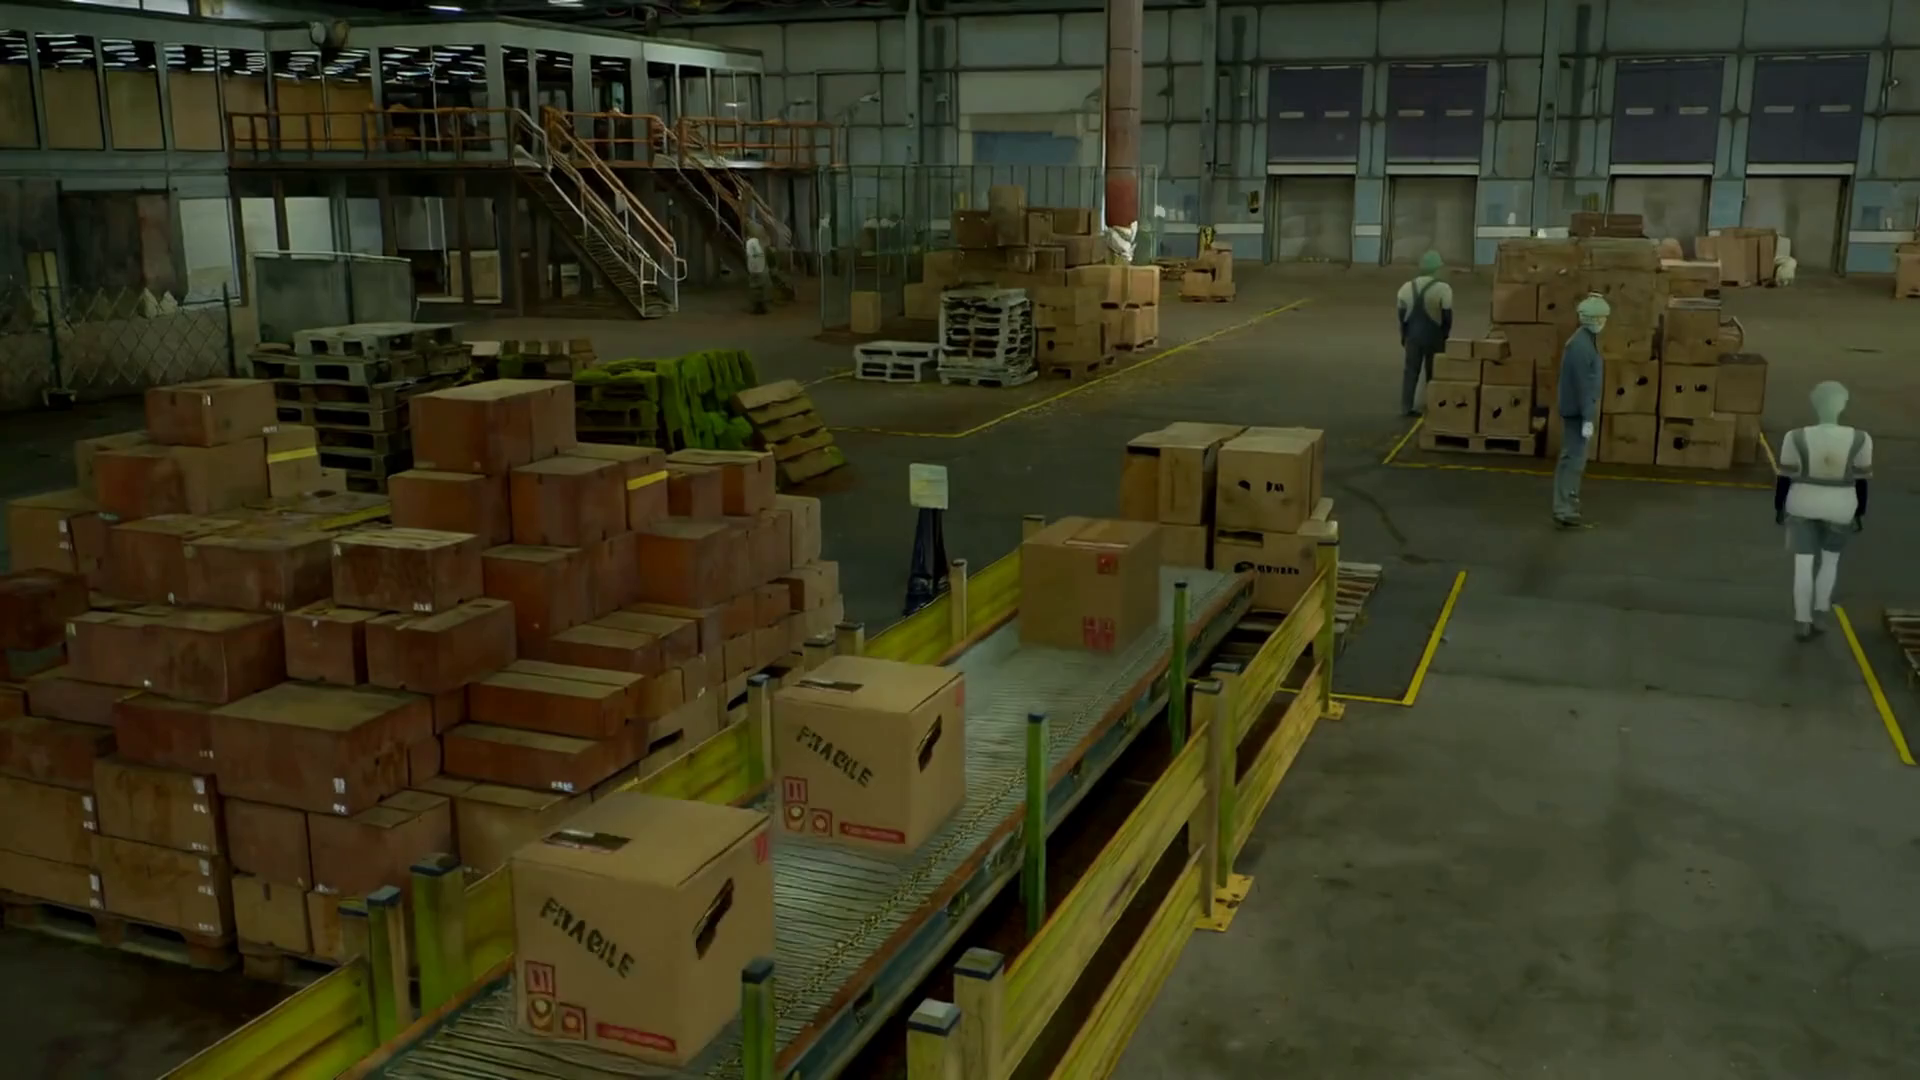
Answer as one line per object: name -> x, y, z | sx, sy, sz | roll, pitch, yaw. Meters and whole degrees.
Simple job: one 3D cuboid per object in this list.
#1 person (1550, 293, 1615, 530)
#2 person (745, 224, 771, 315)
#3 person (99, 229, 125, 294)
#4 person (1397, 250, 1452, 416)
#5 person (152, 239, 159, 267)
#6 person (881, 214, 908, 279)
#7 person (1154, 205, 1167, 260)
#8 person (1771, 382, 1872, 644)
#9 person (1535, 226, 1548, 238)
person -> 5.268, -1.090, 14.083 | 0.388, 1.990, 0.624 | 2, 13, 7
person -> -4.209, -5.629, 34.670 | 0.507, 1.889, 0.609 | 11, 16, 40
person -> -20.029, -6.567, 39.031 | 0.957, 1.818, 0.550 | -9, 15, -35
person -> 5.734, -2.527, 20.420 | 0.683, 2.000, 0.536 | 12, 17, 43
person -> -17.915, -6.059, 37.266 | 0.869, 1.592, 0.509 | -12, 17, -43
person -> -1.844, -8.191, 46.412 | 0.617, 1.802, 0.989 | -10, 16, -37
person -> 6.175, -9.503, 51.997 | 0.881, 1.923, 0.617 | 7, 15, 30
person -> 5.558, -0.199, 10.786 | 0.553, 1.665, 0.715 | 5, 13, 20
person -> 11.297, -5.147, 32.427 | 0.655, 1.926, 0.433 | -8, 15, -33
